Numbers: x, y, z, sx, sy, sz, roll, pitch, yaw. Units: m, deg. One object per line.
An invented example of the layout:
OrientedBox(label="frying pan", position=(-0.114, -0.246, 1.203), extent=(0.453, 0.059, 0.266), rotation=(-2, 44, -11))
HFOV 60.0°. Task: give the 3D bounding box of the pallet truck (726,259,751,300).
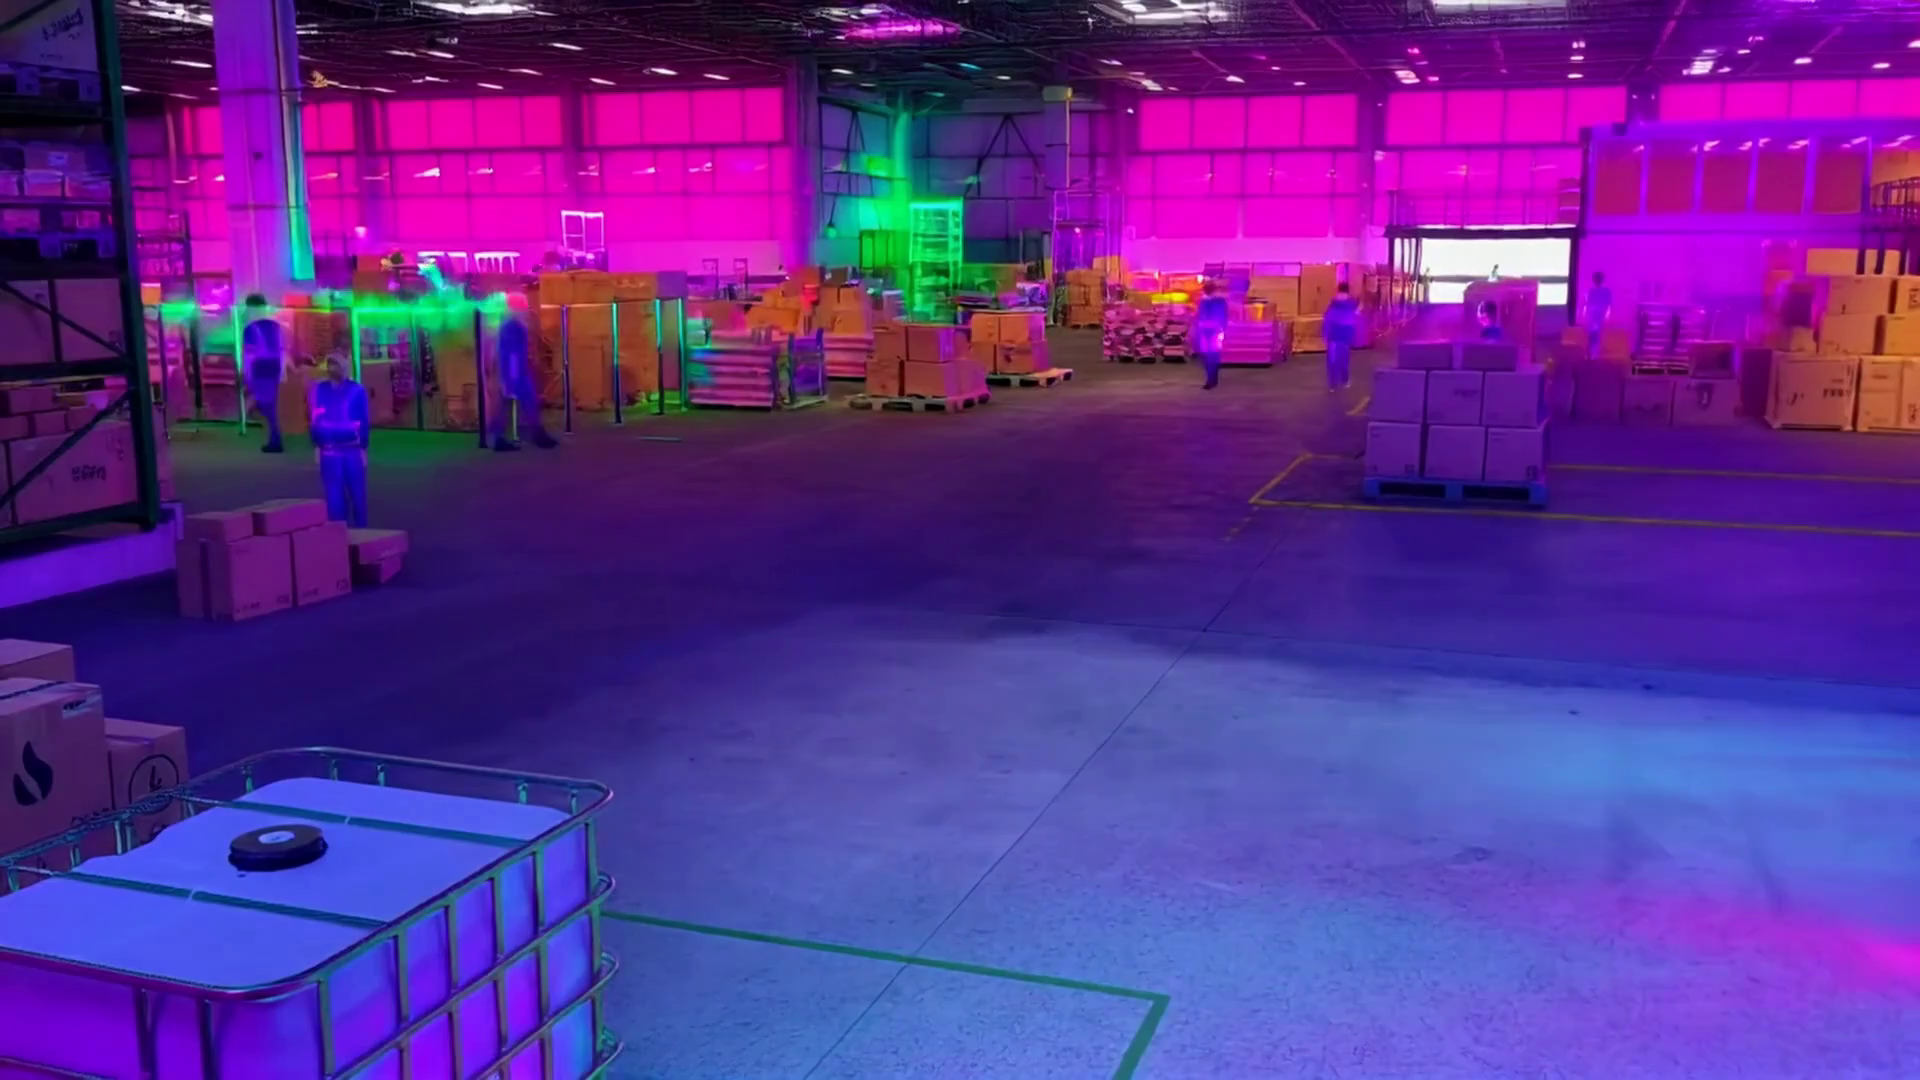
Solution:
OrientedBox(label="pallet truck", position=(-7.986, -9.493, 62.019), extent=(0.823, 1.965, 1.885), rotation=(3, 11, 17))

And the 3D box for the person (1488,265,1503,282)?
OrientedBox(label="person", position=(18.915, -8.804, 58.716), extent=(0.518, 1.790, 0.954), rotation=(6, 12, 32))

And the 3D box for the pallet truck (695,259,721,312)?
OrientedBox(label="pallet truck", position=(-9.165, -9.627, 62.776), extent=(0.823, 1.965, 1.885), rotation=(4, 11, 23))

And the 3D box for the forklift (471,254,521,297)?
OrientedBox(label="forklift", position=(-17.990, -10.121, 64.684), extent=(1.157, 1.987, 2.680), rotation=(3, 11, 17))

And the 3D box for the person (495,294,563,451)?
OrientedBox(label="person", position=(-5.298, -2.040, 20.310), extent=(0.916, 1.896, 0.572), rotation=(-4, 11, -23))

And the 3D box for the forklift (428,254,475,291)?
OrientedBox(label="forklift", position=(-20.133, -10.254, 65.465), extent=(1.157, 1.987, 2.680), rotation=(3, 11, 19))

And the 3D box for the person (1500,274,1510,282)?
OrientedBox(label="person", position=(11.293, -4.563, 34.545), extent=(0.637, 1.889, 0.778), rotation=(7, 12, 33))

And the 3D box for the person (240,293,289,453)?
OrientedBox(label="person", position=(-8.404, -2.006, 20.068), extent=(0.504, 1.919, 0.542), rotation=(4, 11, 19))

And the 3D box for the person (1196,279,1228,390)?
OrientedBox(label="person", position=(4.336, -3.551, 28.765), extent=(0.583, 1.921, 0.398), rotation=(6, 12, 32))

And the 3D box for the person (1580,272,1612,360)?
OrientedBox(label="person", position=(13.971, -4.916, 36.472), extent=(0.996, 1.928, 0.620), rotation=(-7, 12, -34))

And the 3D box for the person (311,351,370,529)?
OrientedBox(label="person", position=(-5.115, -0.744, 13.753), extent=(0.514, 1.642, 0.310), rotation=(2, 10, 11))

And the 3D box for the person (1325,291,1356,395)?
OrientedBox(label="person", position=(6.441, -3.341, 28.102), extent=(0.529, 1.734, 0.816), rotation=(5, 11, 26))

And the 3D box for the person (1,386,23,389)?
OrientedBox(label="person", position=(-11.396, -1.839, 19.985), extent=(0.675, 1.615, 0.506), rotation=(3, 10, 16))

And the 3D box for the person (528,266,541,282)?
OrientedBox(label="person", position=(-10.471, -5.777, 41.134), extent=(1.051, 1.971, 0.749), rotation=(-1, 10, -5))

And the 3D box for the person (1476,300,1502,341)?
OrientedBox(label="person", position=(6.154, -1.872, 19.489), extent=(0.327, 1.861, 0.521), rotation=(7, 12, 33))
